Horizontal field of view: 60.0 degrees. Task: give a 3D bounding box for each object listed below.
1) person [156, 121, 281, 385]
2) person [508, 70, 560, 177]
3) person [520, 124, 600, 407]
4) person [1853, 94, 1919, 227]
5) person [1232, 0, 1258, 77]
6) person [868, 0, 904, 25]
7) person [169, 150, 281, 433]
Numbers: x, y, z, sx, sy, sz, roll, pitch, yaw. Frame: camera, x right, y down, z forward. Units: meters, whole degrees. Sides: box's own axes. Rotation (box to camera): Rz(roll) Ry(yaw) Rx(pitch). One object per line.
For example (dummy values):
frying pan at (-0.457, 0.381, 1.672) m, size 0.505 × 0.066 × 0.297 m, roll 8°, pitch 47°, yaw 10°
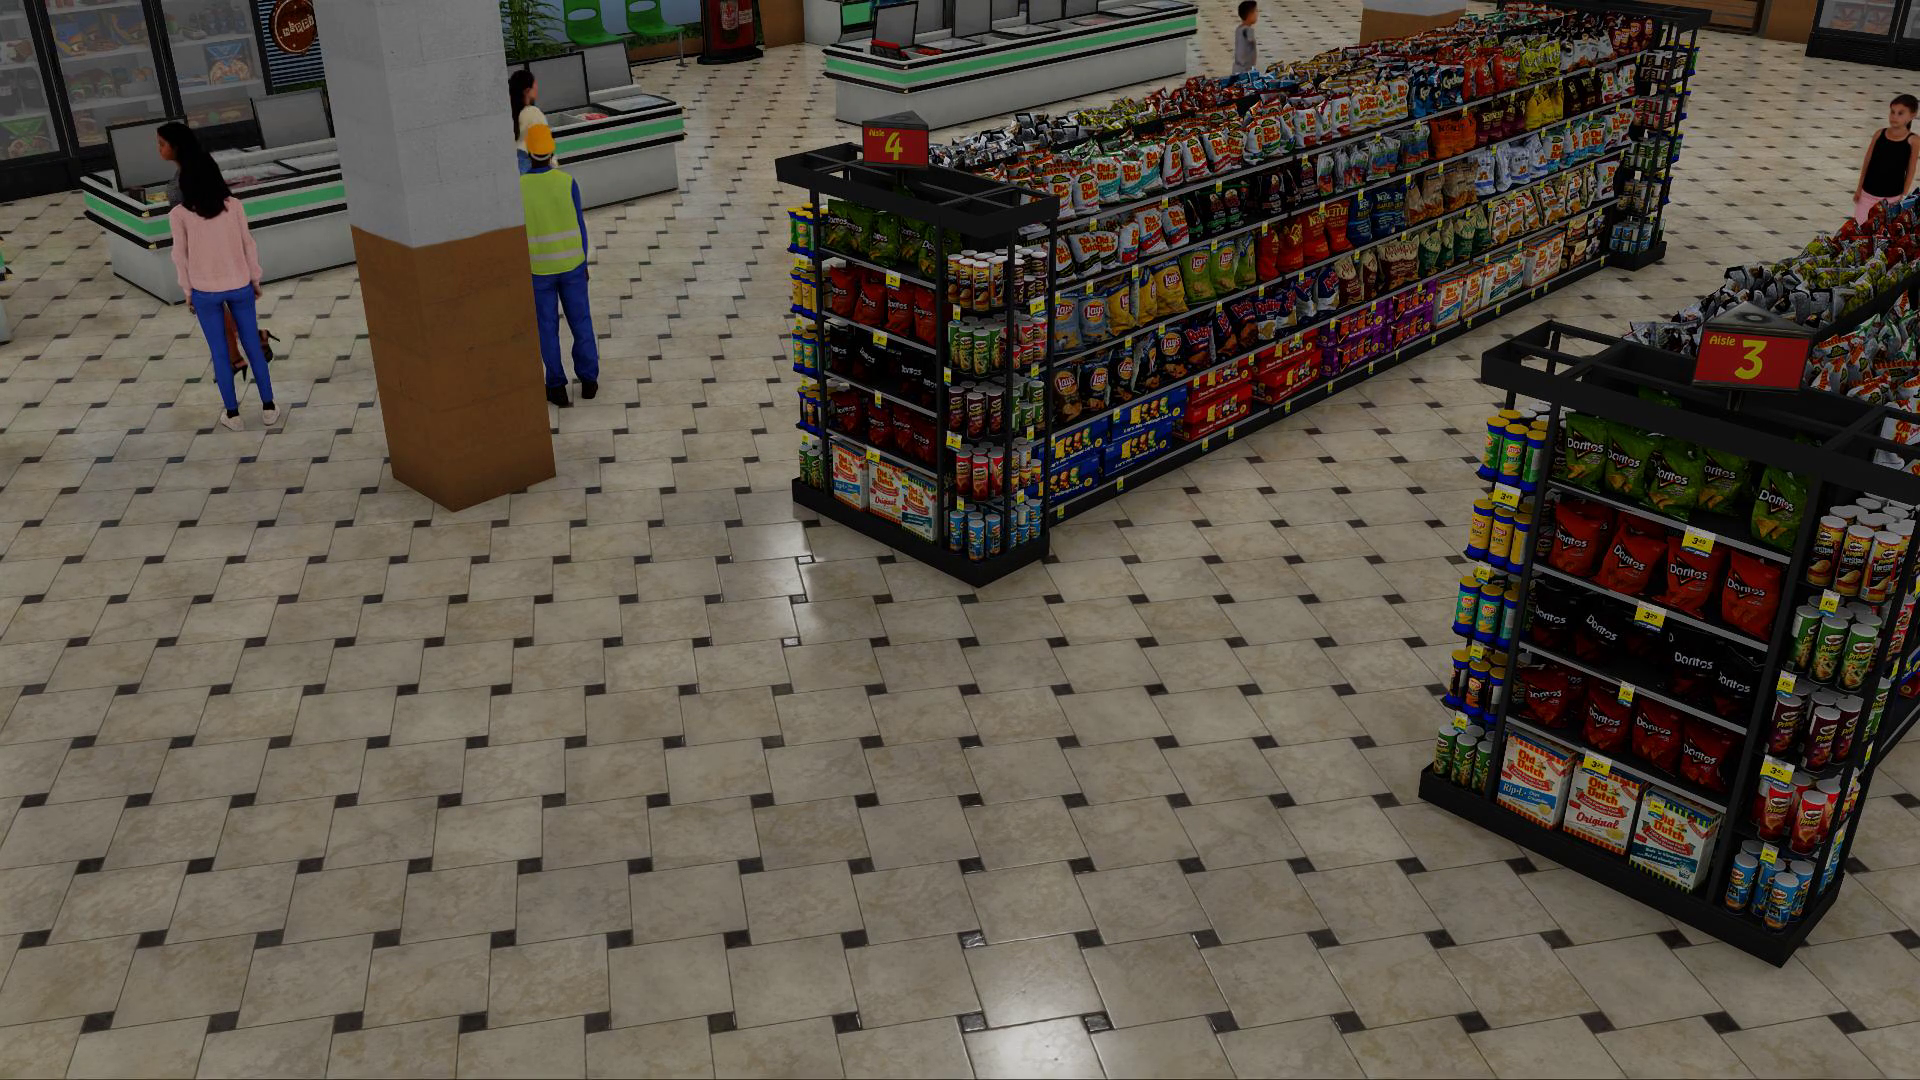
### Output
person at (-4.878, -1.873, 10.986) m, size 0.850 × 1.767 × 0.761 m, roll -11°, pitch 29°, yaw -21°
person at (-3.429, -2.812, 13.037) m, size 0.760 × 1.586 × 1.174 m, roll 18°, pitch 32°, yaw 32°
person at (-2.626, -1.770, 10.731) m, size 0.633 × 1.813 × 0.789 m, roll -13°, pitch 29°, yaw -23°
person at (7.011, -2.606, 12.656) m, size 0.488 × 1.564 × 0.528 m, roll -24°, pitch 36°, yaw -39°
person at (2.934, -4.940, 17.392) m, size 0.992 × 1.443 × 0.866 m, roll -6°, pitch 27°, yaw -11°
person at (-0.755, -6.288, 19.767) m, size 0.651 × 1.698 × 0.736 m, roll 23°, pitch 35°, yaw 38°
person at (-4.579, -1.542, 10.330) m, size 0.578 × 1.768 × 0.765 m, roll -15°, pitch 30°, yaw -26°
